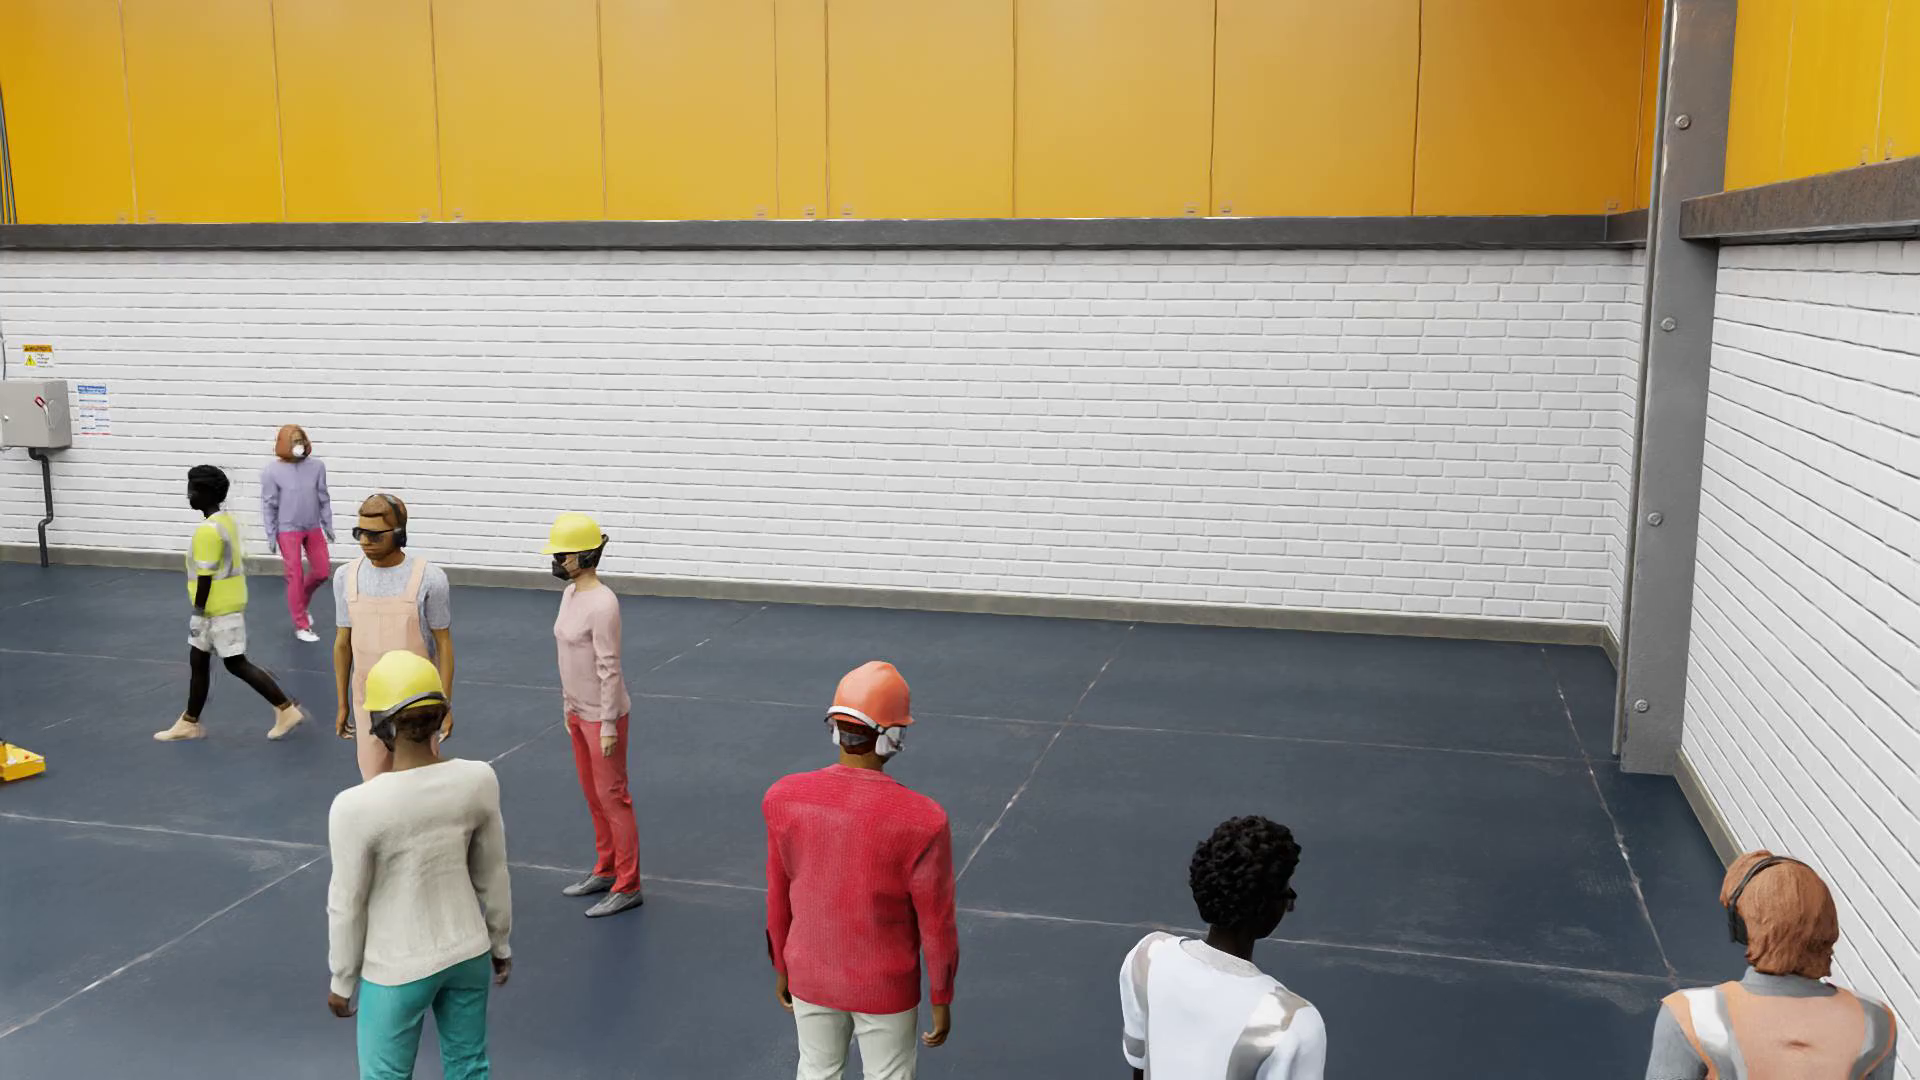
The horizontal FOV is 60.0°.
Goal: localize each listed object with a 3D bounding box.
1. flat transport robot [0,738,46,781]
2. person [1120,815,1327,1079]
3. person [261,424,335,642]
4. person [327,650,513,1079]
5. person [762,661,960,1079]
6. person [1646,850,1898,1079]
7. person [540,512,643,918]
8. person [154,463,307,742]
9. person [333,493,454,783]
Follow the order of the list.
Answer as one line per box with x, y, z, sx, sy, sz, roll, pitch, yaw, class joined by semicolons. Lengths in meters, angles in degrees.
-5.688;1.234;8.711;0.652;0.197;1.431;7;12;37;flat transport robot
0.553;1.407;3.537;0.320;1.686;0.538;-8;13;-40;person
-4.920;-0.062;12.350;0.436;1.622;0.516;8;12;39;person
-1.498;1.181;4.667;0.384;1.755;0.542;7;12;37;person
-0.266;1.194;4.635;0.574;1.739;0.350;4;10;20;person
1.652;1.449;3.453;0.524;1.630;0.313;-1;10;-4;person
-1.607;0.751;7.195;0.343;1.761;0.527;-6;11;-31;person
-4.278;0.376;9.687;0.852;1.663;0.539;-3;10;-15;person
-2.449;0.704;7.205;0.515;1.842;0.326;0;10;2;person
